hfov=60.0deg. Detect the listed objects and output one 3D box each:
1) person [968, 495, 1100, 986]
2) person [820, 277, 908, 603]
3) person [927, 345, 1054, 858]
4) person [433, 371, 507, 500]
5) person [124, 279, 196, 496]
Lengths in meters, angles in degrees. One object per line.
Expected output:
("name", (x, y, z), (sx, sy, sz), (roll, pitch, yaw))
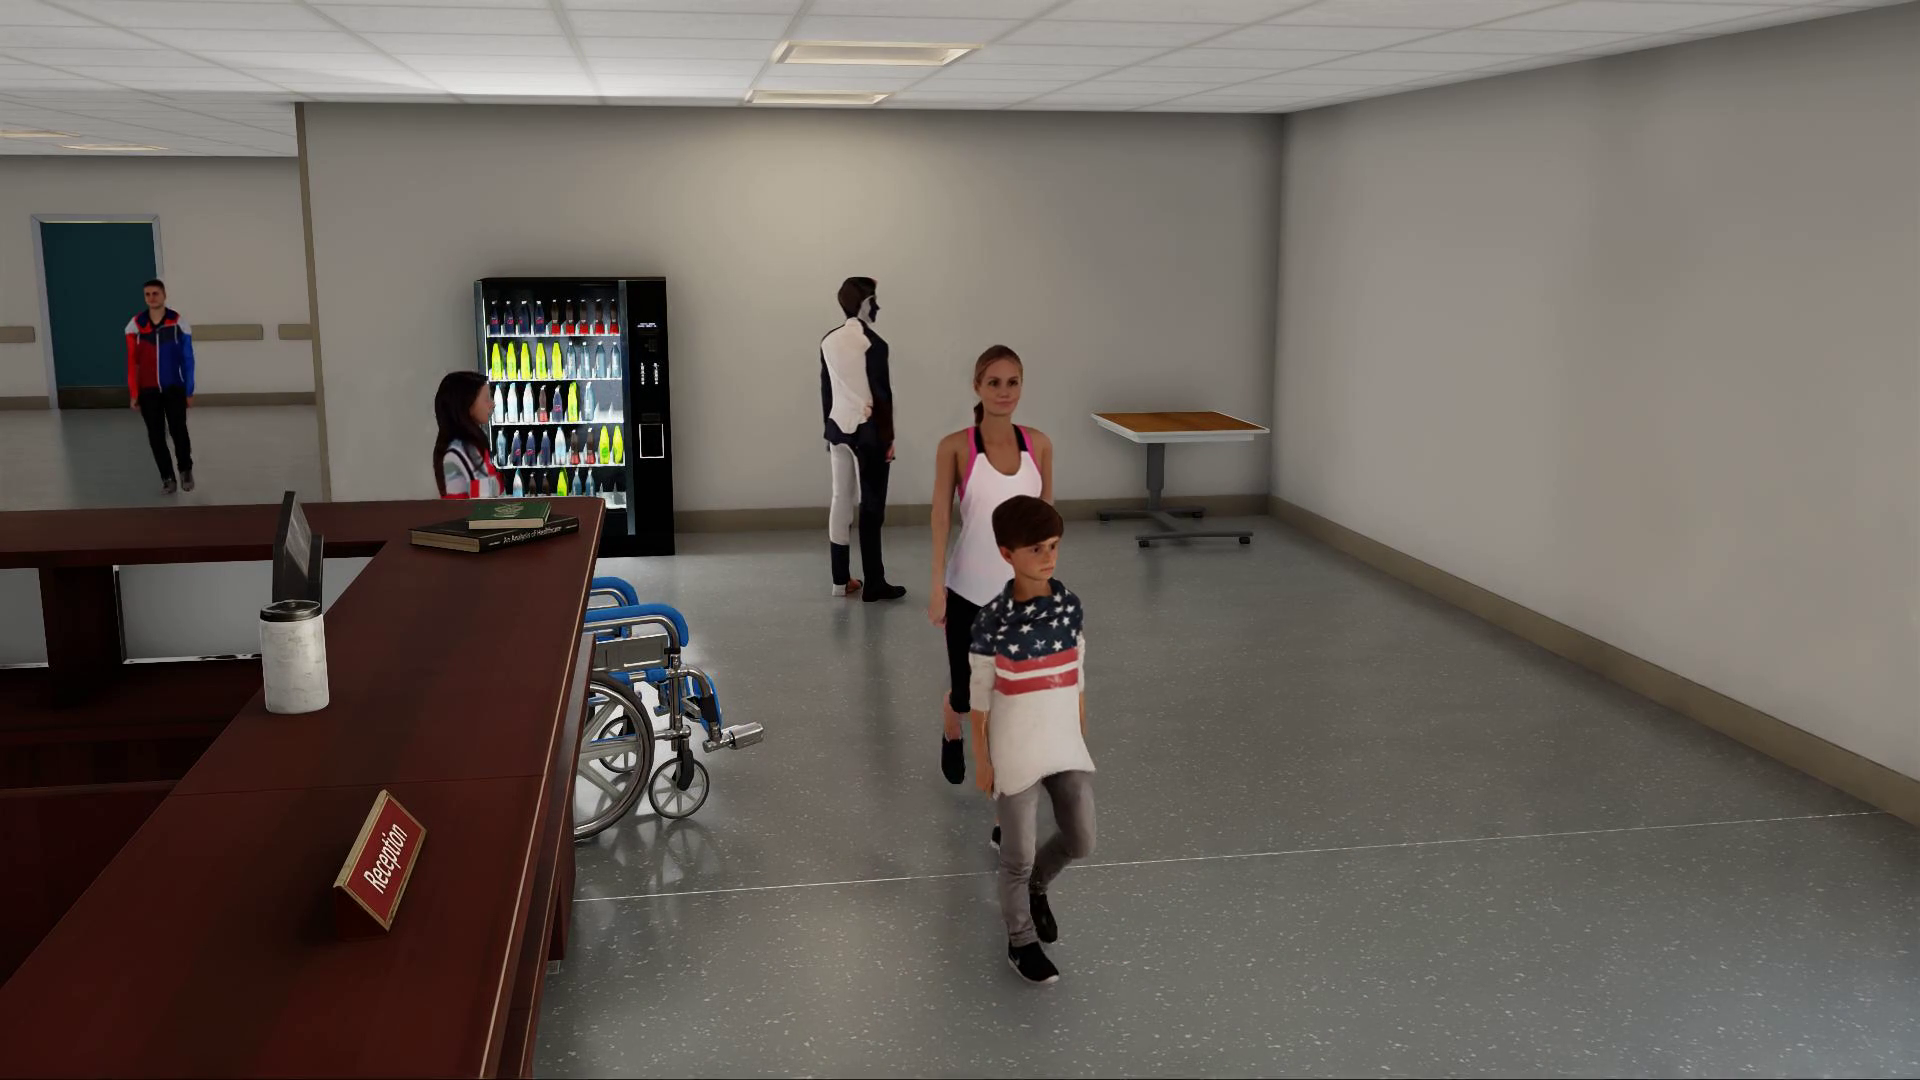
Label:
("person", (0.192, 0.567, 4.895), (0.638, 1.432, 0.683), (-5, 12, -25))
("person", (-0.604, -0.598, 9.803), (0.773, 1.892, 0.806), (9, 14, 41))
("person", (0.092, 0.204, 5.933), (1.058, 1.759, 0.700), (-2, 11, -11))
("person", (-2.081, 0.116, 6.828), (0.690, 1.599, 0.682), (-6, 12, -29))
("person", (-6.505, -1.240, 13.585), (0.551, 1.743, 0.710), (-3, 11, -15))
